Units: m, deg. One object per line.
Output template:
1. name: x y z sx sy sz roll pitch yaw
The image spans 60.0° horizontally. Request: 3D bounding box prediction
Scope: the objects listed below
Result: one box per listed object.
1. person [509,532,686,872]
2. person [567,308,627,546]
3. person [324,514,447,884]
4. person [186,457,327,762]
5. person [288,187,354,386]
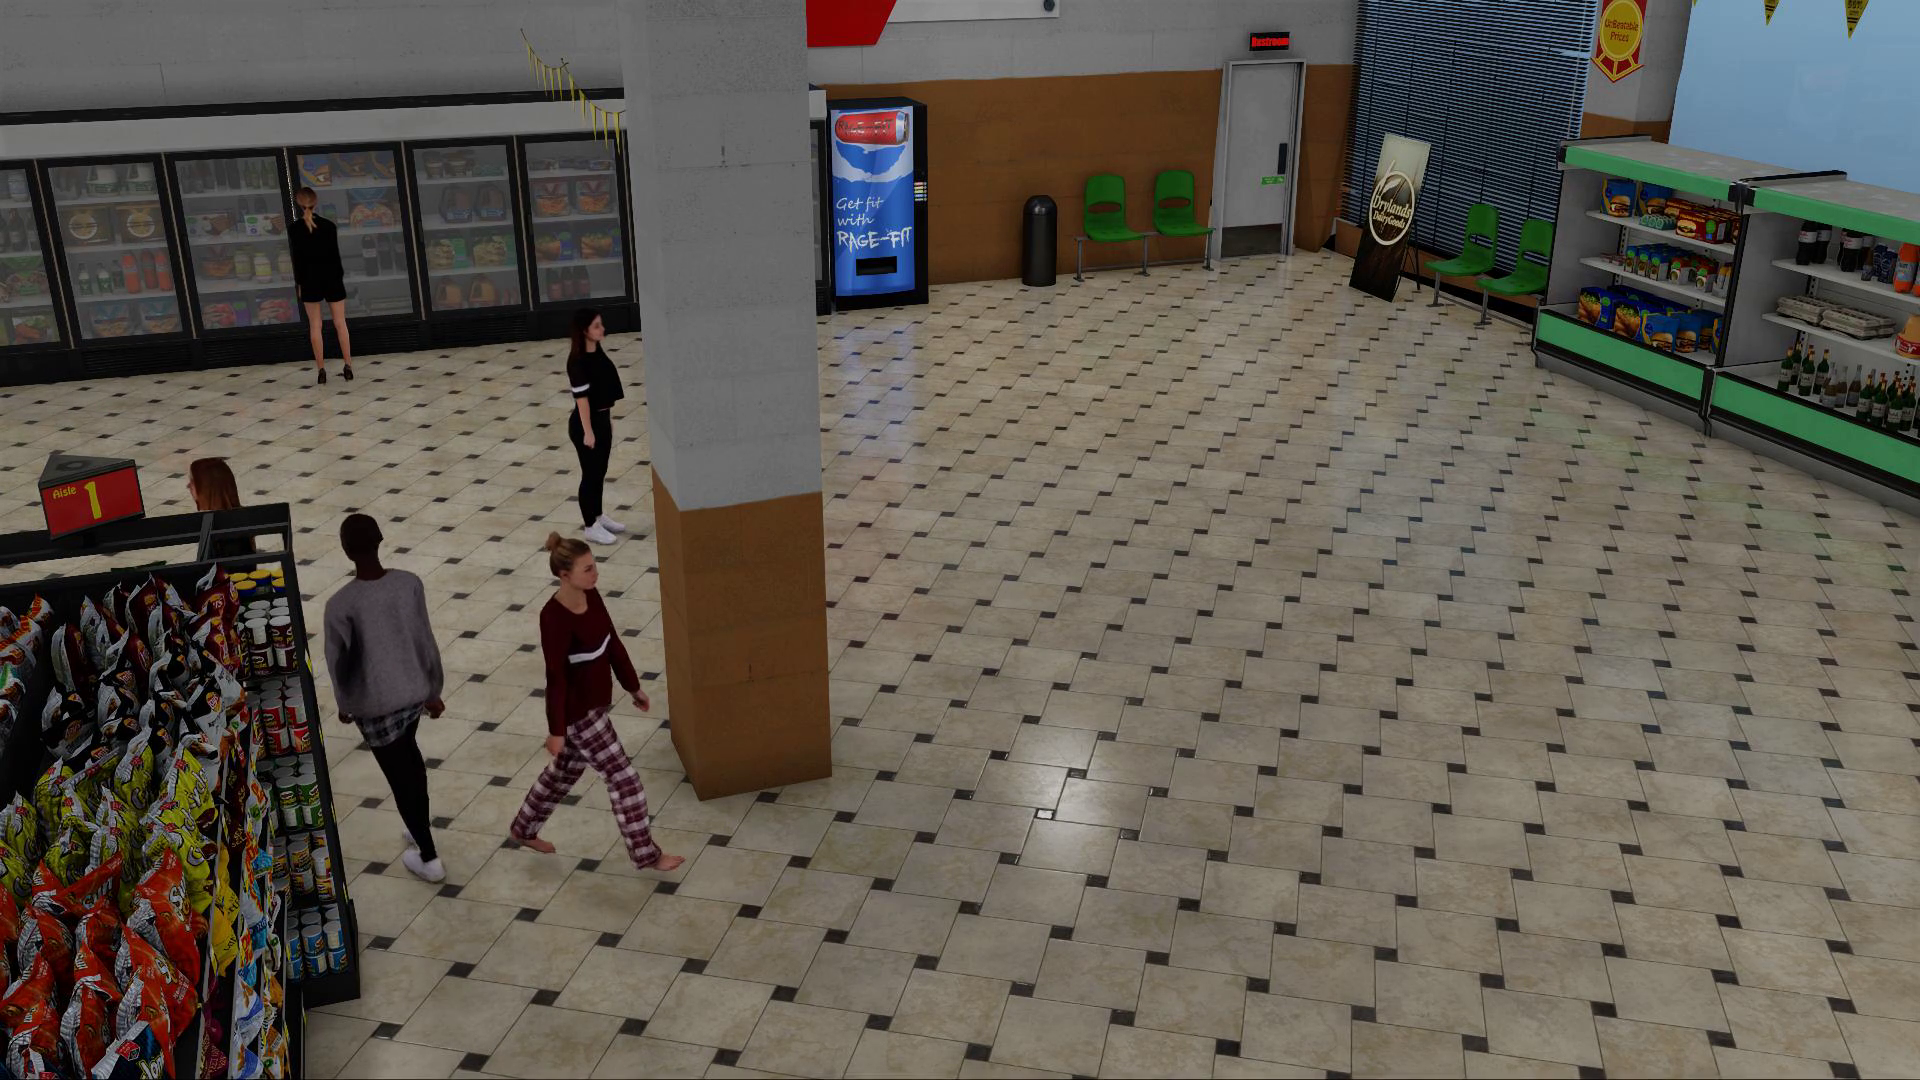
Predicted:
1. person: -1.770 0.758 7.486 0.965 1.654 1.102 2 22 4
2. person: -2.506 -0.790 11.360 0.761 1.638 0.661 2 22 6
3. person: -2.477 0.746 7.377 0.836 1.758 0.769 18 28 37
4. person: -3.547 0.376 8.388 0.668 1.690 0.693 -8 23 -20
5. person: -5.718 -2.272 14.875 0.585 1.769 0.535 -11 24 -25
